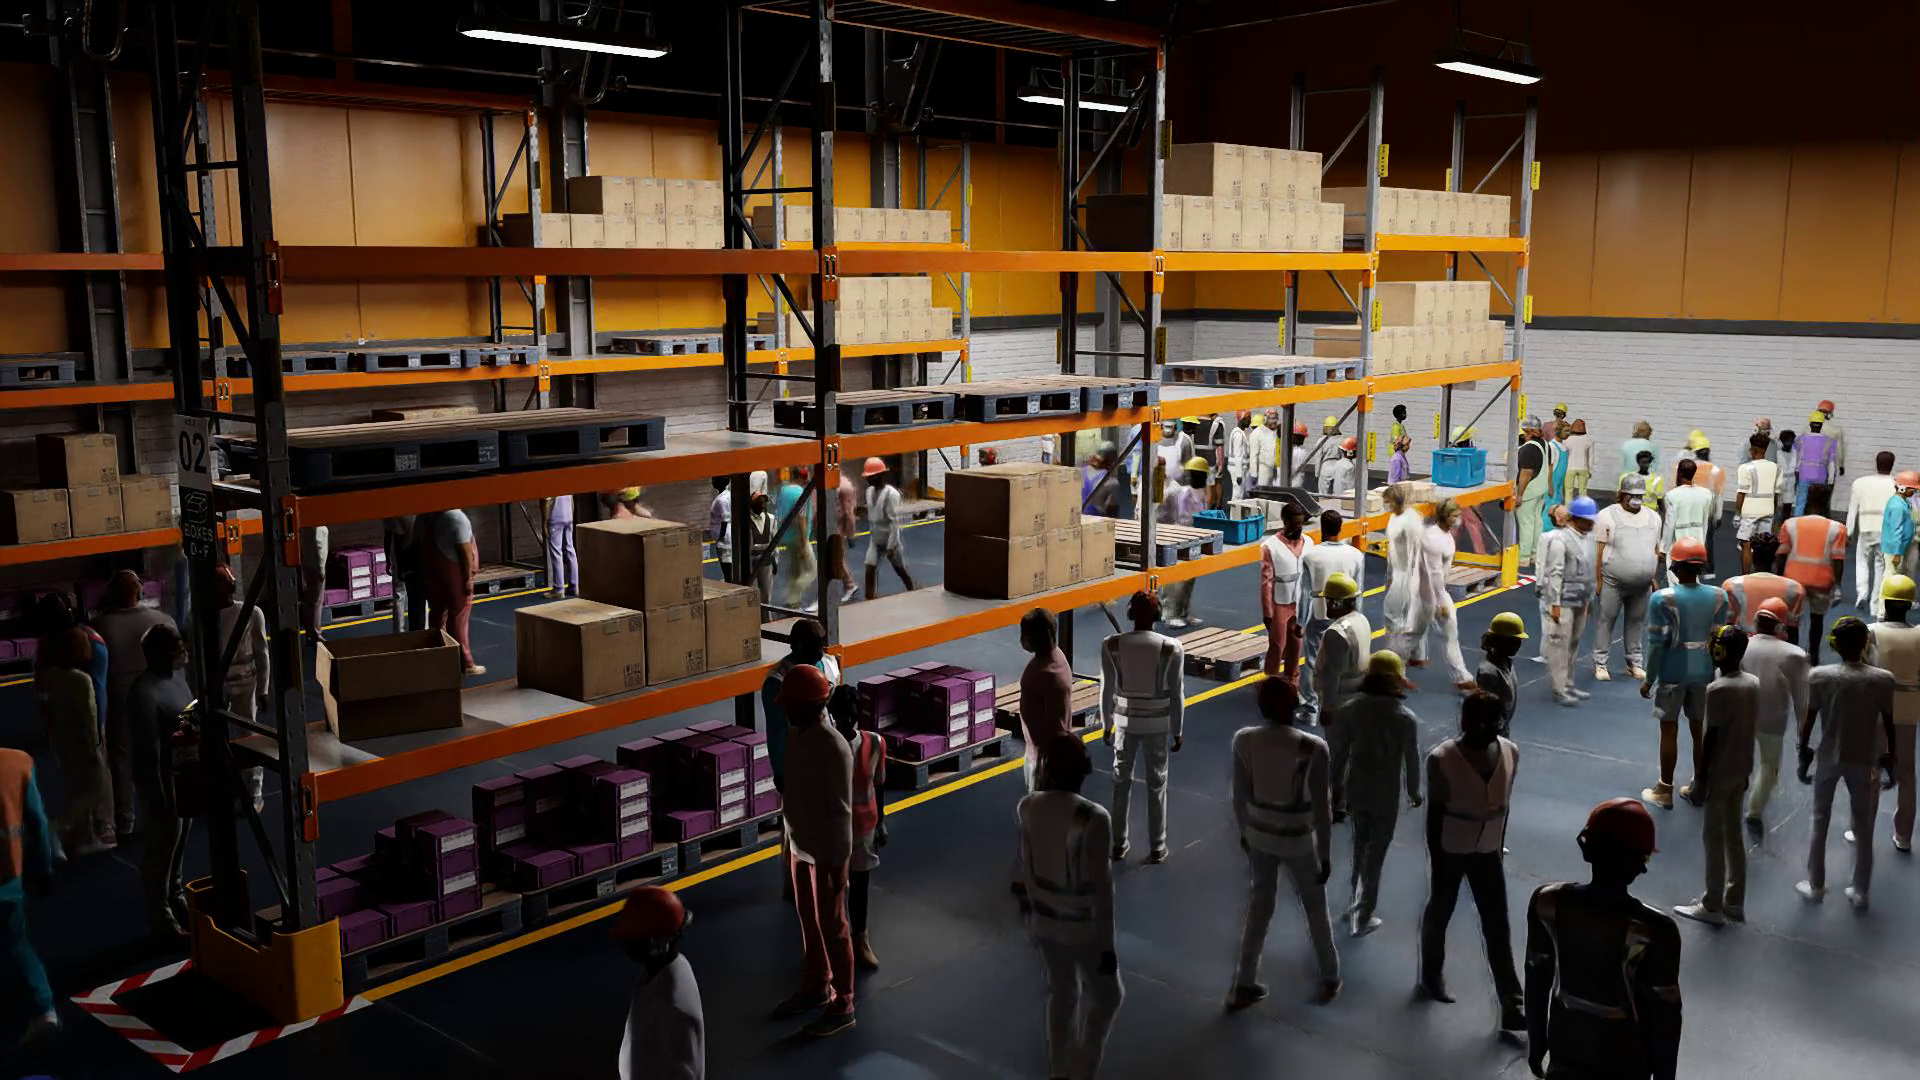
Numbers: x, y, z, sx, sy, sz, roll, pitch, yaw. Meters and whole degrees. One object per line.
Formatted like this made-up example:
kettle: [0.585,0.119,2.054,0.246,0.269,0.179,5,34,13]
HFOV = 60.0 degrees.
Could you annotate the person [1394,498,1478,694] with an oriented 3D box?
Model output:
person: [4.496,0.540,15.518,1.009,1.879,0.632,6,11,31]

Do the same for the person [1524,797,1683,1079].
person: [2.487,1.988,6.438,0.391,2.033,0.605,-9,13,-43]

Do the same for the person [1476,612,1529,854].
person: [3.620,1.336,11.248,0.357,1.734,0.483,7,12,34]

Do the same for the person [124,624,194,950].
person: [-4.721,1.452,9.922,0.372,1.941,0.627,-1,10,-7]

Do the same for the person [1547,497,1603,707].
person: [5.668,0.566,15.272,0.603,1.930,0.516,-7,12,-34]

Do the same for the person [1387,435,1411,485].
person: [6.198,-0.671,23.517,0.319,1.631,0.524,3,10,19]

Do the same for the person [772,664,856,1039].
person: [-0.779,1.620,8.790,0.408,1.986,0.618,-6,11,-32]

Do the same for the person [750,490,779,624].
person: [-2.184,0.272,17.888,0.514,1.634,0.313,-6,11,-33]

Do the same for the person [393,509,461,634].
person: [-5.456,0.202,17.079,0.681,2.000,0.535,-4,10,-22]

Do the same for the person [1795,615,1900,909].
person: [5.611,1.400,10.477,0.616,1.858,0.344,3,10,17]

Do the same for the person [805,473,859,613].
person: [-1.509,-0.124,19.592,0.659,1.867,0.979,8,12,40]

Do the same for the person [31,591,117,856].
person: [-6.107,1.252,11.446,0.619,1.836,0.431,5,11,27]

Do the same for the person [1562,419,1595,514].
person: [9.594,-1.070,25.890,0.500,1.633,0.280,1,10,8]

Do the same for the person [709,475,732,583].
person: [-2.768,-0.019,19.423,0.318,1.697,0.533,-1,10,-7]

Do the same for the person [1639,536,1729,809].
person: [5.371,0.986,12.389,0.605,2.045,0.382,-1,10,-6]

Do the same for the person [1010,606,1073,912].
person: [0.525,1.364,10.458,0.372,1.937,0.627,-1,10,-5]

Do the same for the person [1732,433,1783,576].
person: [9.855,-0.342,20.593,0.598,1.958,0.376,-3,10,-16]

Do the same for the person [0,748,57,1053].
person: [-4.913,1.726,8.441,0.655,1.891,0.639,7,12,37]

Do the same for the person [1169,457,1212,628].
person: [2.579,0.032,18.558,0.368,1.898,0.684,5,11,26]

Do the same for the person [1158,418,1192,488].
person: [2.873,-0.820,23.184,0.680,2.000,0.536,2,10,13]

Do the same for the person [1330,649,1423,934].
person: [2.571,1.521,10.187,0.493,1.715,0.667,9,13,43]

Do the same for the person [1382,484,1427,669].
person: [4.314,0.393,16.422,0.790,1.893,0.702,0,10,-1]

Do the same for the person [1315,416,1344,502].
person: [5.605,-1.005,25.194,0.485,1.737,0.321,-1,10,-6]

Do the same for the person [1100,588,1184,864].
person: [1.228,1.257,11.264,0.575,1.879,0.354,3,10,16]

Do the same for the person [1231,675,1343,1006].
person: [1.773,1.642,9.129,0.616,1.841,0.693,6,11,34]

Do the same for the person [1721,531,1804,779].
person: [6.297,0.905,13.144,0.603,1.957,0.385,3,10,15]

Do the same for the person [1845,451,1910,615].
person: [10.581,-0.081,19.205,0.665,1.892,0.453,5,11,27]

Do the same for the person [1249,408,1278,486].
person: [4.627,-1.028,24.868,0.652,1.896,0.402,-5,11,-26]

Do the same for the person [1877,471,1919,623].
person: [10.542,0.082,18.691,0.348,1.740,0.574,5,11,27]

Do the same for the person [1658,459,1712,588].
person: [7.943,0.065,18.259,0.587,1.920,0.391,-3,10,-19]

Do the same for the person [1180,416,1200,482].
person: [3.289,-0.939,24.263,0.395,1.918,0.586,3,10,19]

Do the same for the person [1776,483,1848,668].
person: [8.347,0.387,16.360,0.617,1.917,0.983,6,11,34]

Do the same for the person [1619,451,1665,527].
person: [8.657,-0.294,21.125,0.557,1.660,0.794,2,10,13]

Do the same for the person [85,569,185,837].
person: [-5.844,1.150,11.806,0.641,1.913,0.408,-4,10,-25]

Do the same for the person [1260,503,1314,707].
person: [2.962,0.600,15.118,0.598,1.908,0.410,-6,11,-32]

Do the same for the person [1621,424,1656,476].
person: [10.374,-0.991,25.465,0.495,1.619,0.399,3,10,16]

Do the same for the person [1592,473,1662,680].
person: [6.497,0.357,16.156,0.681,2.000,0.538,-1,10,-4]

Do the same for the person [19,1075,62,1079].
person: [-2.428,2.352,4.652,0.627,1.910,0.971,8,12,38]

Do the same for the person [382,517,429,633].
person: [-5.824,0.221,17.590,0.502,1.840,0.346,-3,10,-15]
